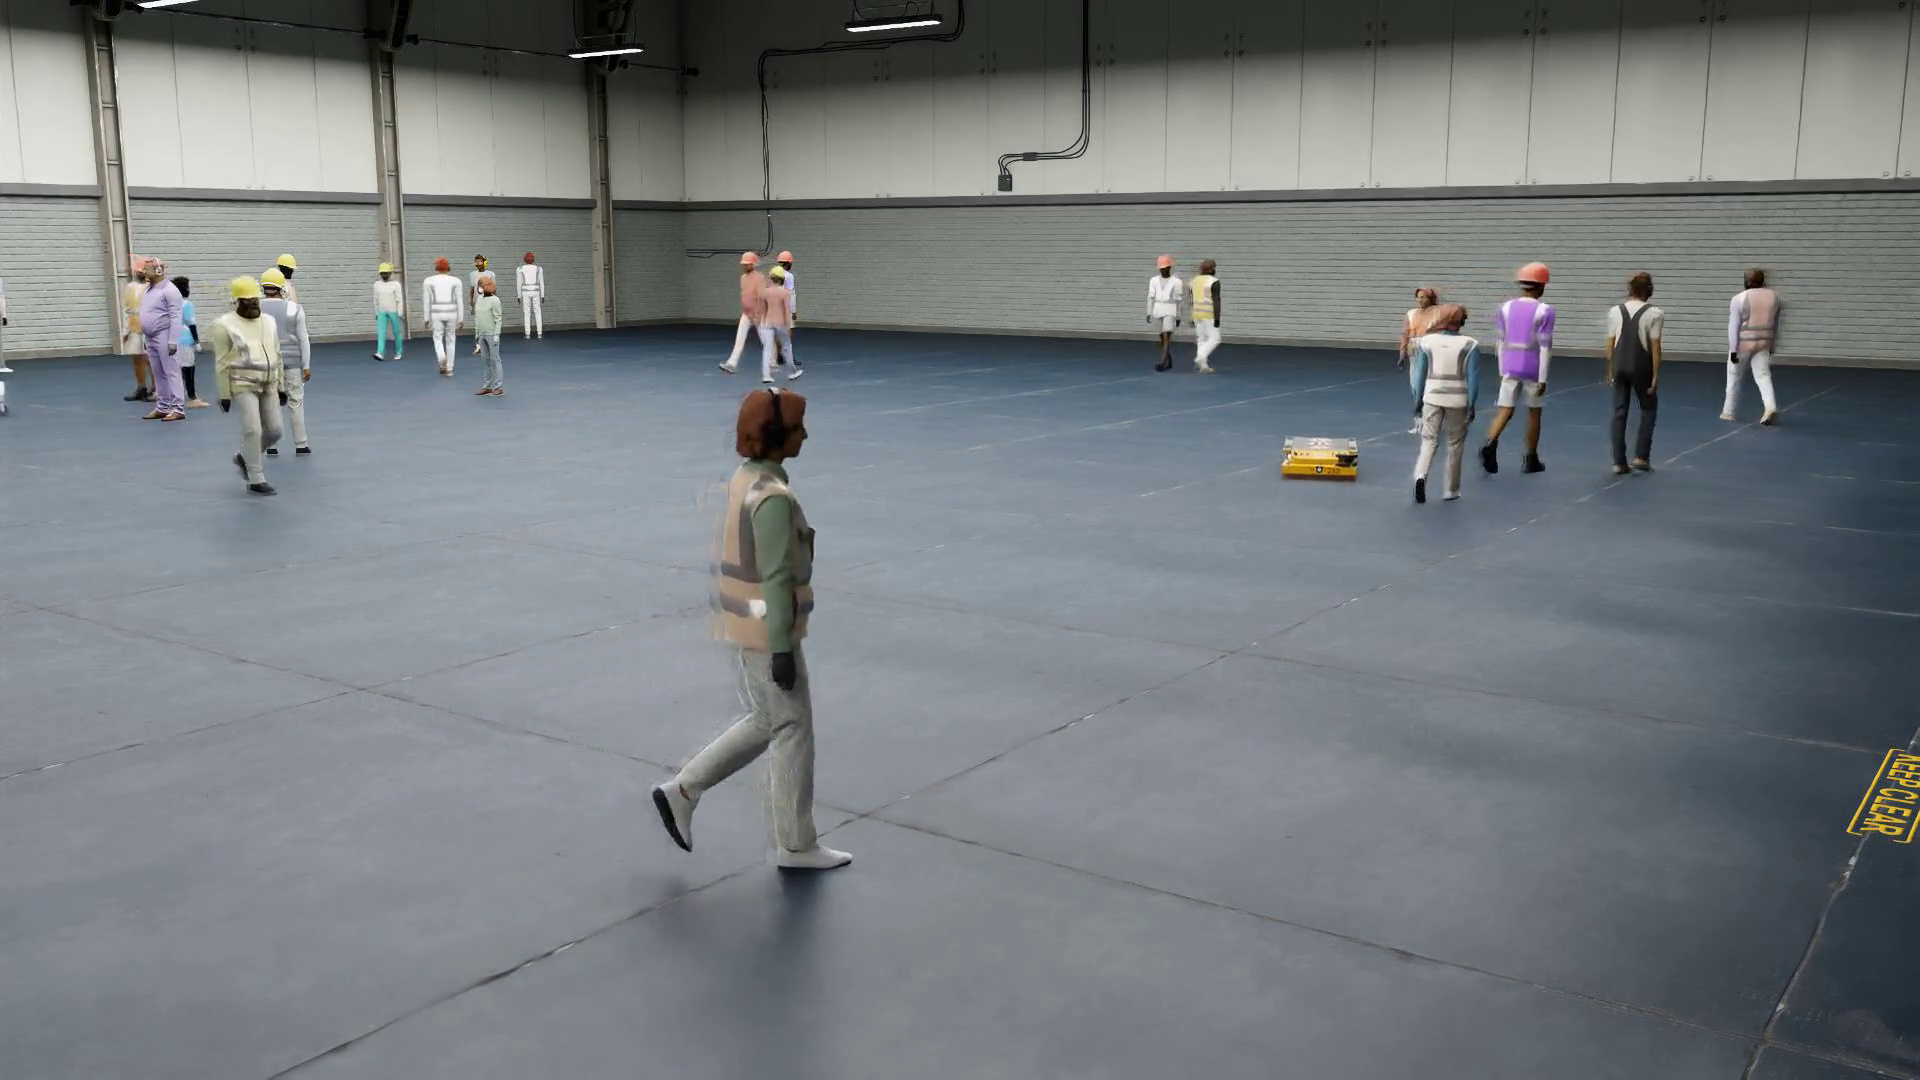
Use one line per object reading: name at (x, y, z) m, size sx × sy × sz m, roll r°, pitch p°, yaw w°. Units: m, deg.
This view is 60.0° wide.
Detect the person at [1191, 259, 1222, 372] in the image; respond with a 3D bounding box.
person at (3.943, -3.575, 26.635) m, size 0.469 × 1.831 × 0.628 m, roll -7°, pitch 12°, yaw -33°

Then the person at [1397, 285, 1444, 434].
person at (5.018, -1.939, 18.033) m, size 0.394 × 1.625 × 0.524 m, roll -8°, pitch 13°, yaw -37°

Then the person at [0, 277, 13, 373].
person at (-15.564, -3.629, 26.643) m, size 0.590 × 1.923 × 0.383 m, roll 1°, pitch 10°, yaw 3°

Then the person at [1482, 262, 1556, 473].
person at (5.014, -1.525, 14.887) m, size 0.813 × 1.916 × 0.545 m, roll -10°, pitch 14°, yaw -44°

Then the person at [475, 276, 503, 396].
person at (-6.448, -2.785, 22.724) m, size 0.500 × 1.636 × 0.286 m, roll 8°, pitch 13°, yaw 37°

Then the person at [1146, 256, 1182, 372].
person at (3.347, -3.692, 27.161) m, size 0.537 × 1.881 × 1.032 m, roll 6°, pitch 12°, yaw 29°

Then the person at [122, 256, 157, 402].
person at (-10.731, -2.750, 21.819) m, size 0.707 × 1.901 × 0.356 m, roll 3°, pitch 11°, yaw 16°

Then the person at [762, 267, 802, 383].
person at (-2.710, -3.228, 24.951) m, size 0.543 × 1.711 × 0.895 m, roll 5°, pitch 11°, yaw 26°

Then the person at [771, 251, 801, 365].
person at (-2.970, -3.946, 28.380) m, size 0.545 × 1.938 × 0.361 m, roll 10°, pitch 14°, yaw 43°

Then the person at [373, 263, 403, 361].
person at (-10.113, -4.019, 29.377) m, size 0.544 × 1.713 × 0.926 m, roll 1°, pitch 10°, yaw 3°

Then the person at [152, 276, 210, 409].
person at (-9.733, -2.439, 20.664) m, size 0.536 × 1.673 × 0.709 m, roll 9°, pitch 13°, yaw 41°

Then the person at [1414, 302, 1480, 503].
person at (3.864, -1.090, 13.276) m, size 0.524 × 1.614 × 0.700 m, roll 6°, pitch 12°, yaw 31°

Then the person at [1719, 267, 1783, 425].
person at (9.170, -2.239, 19.211) m, size 0.625 × 1.815 × 0.915 m, roll 0°, pitch 10°, yaw -2°

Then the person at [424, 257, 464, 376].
person at (-8.023, -3.468, 25.898) m, size 0.594 × 1.865 × 0.551 m, roll -3°, pitch 11°, yaw -18°

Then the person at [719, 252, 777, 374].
person at (-3.345, -3.611, 26.520) m, size 0.620 × 1.928 × 1.060 m, roll 10°, pitch 14°, yaw 44°

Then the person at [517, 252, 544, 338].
person at (-9.392, -5.351, 36.401) m, size 0.581 × 1.882 × 0.339 m, roll -3°, pitch 11°, yaw -19°

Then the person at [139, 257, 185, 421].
person at (-9.405, -2.352, 19.536) m, size 0.636 × 1.911 × 0.406 m, roll 7°, pitch 12°, yaw 34°

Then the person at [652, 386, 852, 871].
person at (-0.681, 0.309, 5.417) m, size 0.576 × 1.619 × 0.524 m, roll -3°, pitch 11°, yaw -16°

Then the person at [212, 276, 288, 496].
person at (-5.901, -1.277, 13.772) m, size 0.536 × 1.814 × 0.603 m, roll 5°, pitch 11°, yaw 27°

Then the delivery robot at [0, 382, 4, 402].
delivery robot at (-11.774, -1.764, 19.771) m, size 0.477 × 0.478 × 0.707 m, roll 6°, pitch 12°, yaw 30°

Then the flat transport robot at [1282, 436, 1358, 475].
flat transport robot at (3.326, -0.787, 15.356) m, size 0.652 × 0.197 × 1.431 m, roll 2°, pitch 10°, yaw 12°

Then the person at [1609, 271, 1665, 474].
person at (6.099, -1.500, 15.006) m, size 0.508 × 1.829 × 0.562 m, roll 9°, pitch 13°, yaw 41°

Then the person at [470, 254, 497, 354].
person at (-8.923, -4.403, 31.133) m, size 0.528 × 1.869 × 0.313 m, roll 1°, pitch 10°, yaw 6°

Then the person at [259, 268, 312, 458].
person at (-6.612, -1.712, 16.159) m, size 0.586 × 1.833 × 0.403 m, roll -2°, pitch 10°, yaw -12°

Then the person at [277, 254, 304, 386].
person at (-9.692, -3.145, 23.957) m, size 0.389 × 1.916 × 0.585 m, roll -2°, pitch 10°, yaw -9°
